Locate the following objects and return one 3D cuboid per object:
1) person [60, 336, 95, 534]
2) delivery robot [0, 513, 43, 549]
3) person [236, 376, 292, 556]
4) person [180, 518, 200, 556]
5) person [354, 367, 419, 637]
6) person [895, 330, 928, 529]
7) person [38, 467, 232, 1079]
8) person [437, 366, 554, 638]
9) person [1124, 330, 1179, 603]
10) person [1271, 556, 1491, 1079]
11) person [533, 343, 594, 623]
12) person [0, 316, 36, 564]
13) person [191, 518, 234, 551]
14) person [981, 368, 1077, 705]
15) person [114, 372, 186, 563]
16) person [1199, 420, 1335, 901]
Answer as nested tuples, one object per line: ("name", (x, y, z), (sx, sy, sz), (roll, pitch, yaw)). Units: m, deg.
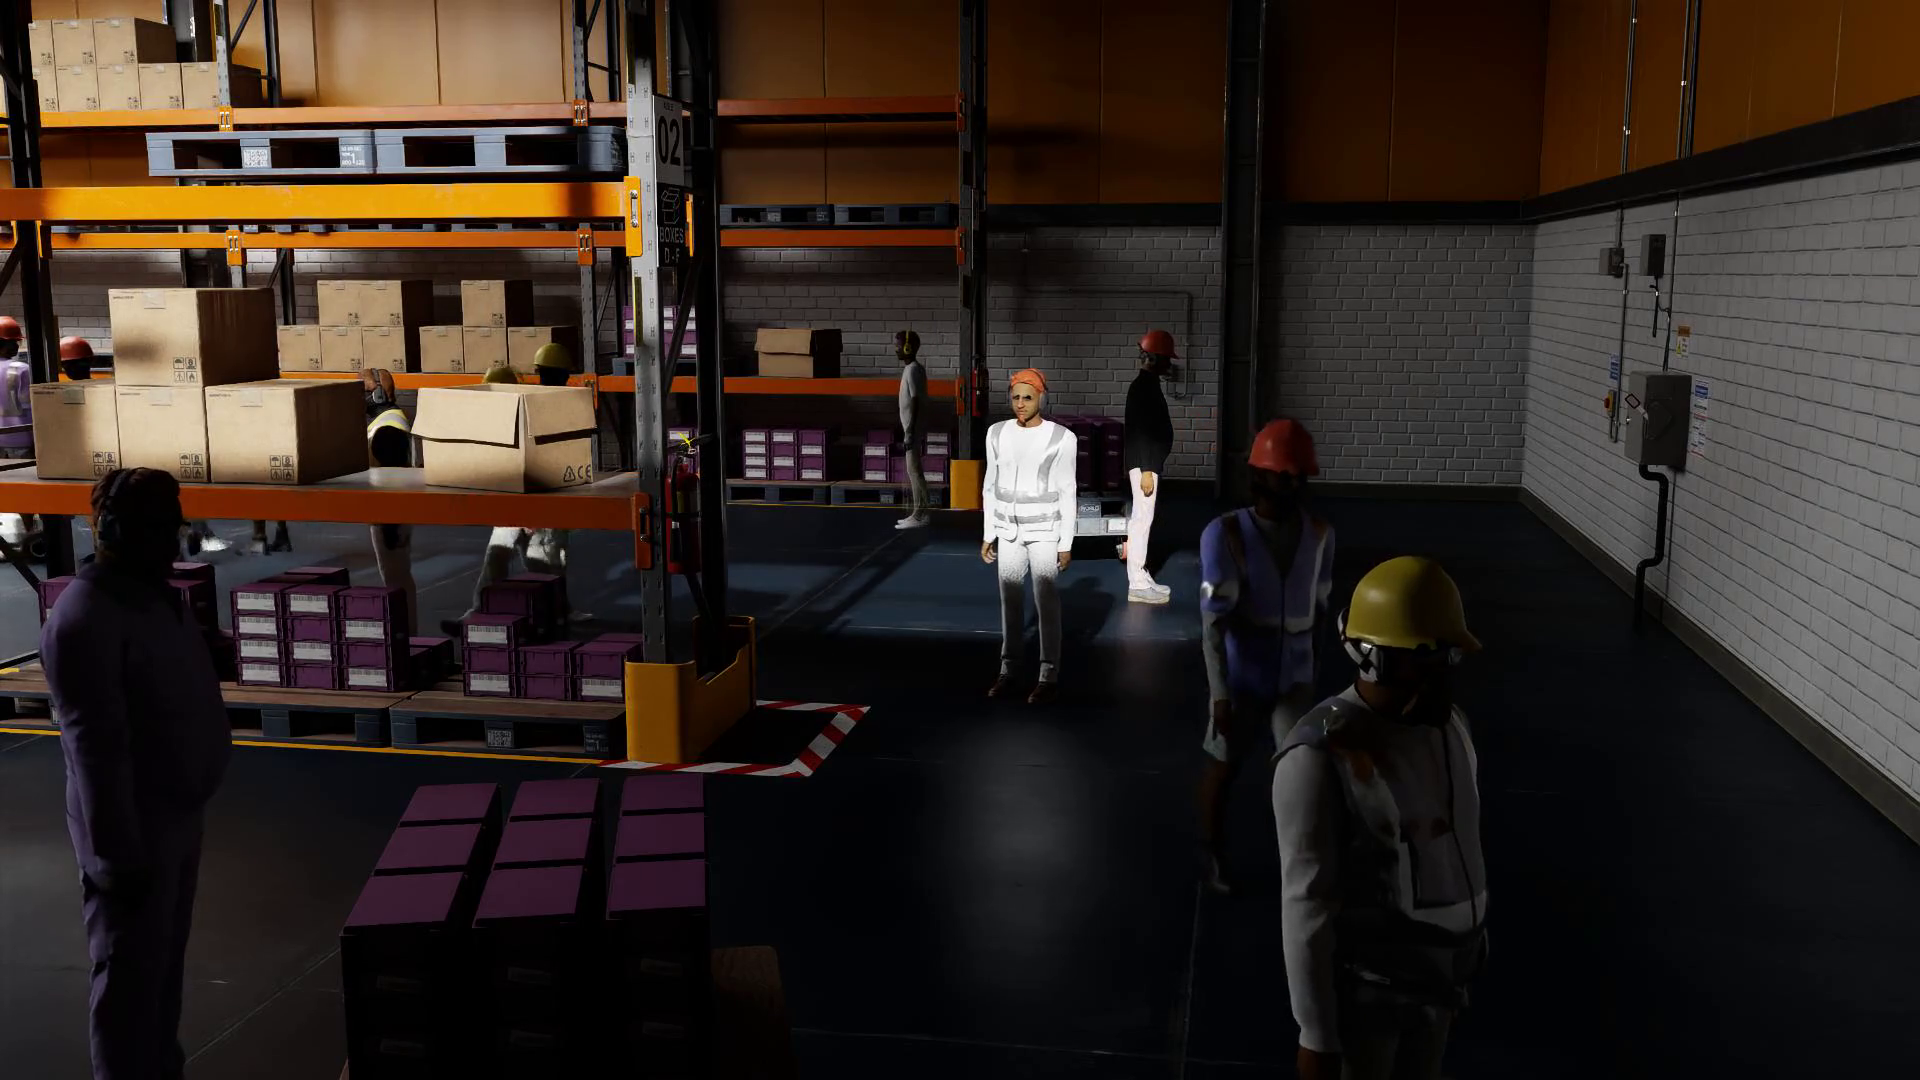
("person", (-6.532, -0.554, 12.454), (0.377, 1.931, 0.548), (-1, 9, -9))
("delivery robot", (-7.878, -0.130, 13.797), (0.707, 0.478, 0.477), (-4, 10, -22))
("person", (-5.979, -0.821, 14.110), (0.370, 1.935, 0.559), (3, 10, 17))
("person", (-6.608, -0.664, 13.714), (0.525, 1.749, 0.521), (6, 11, 33))
("person", (-3.507, -0.134, 10.167), (0.429, 1.836, 0.626), (-3, 10, -19))
("person", (-0.457, -1.029, 15.615), (0.310, 1.864, 0.533), (1, 9, 4))
("person", (-2.147, 0.754, 4.441), (0.403, 1.904, 0.637), (-2, 9, -11))
("person", (-3.028, -0.228, 10.891), (0.888, 1.786, 0.609), (-3, 10, -15))
("person", (1.396, -0.541, 12.205), (0.391, 1.988, 0.611), (2, 9, 11))
("person", (0.908, 0.935, 3.538), (0.606, 1.828, 0.404), (-8, 12, -42))
("person", (-2.806, -0.385, 11.447), (0.383, 1.921, 0.585), (-8, 12, -42))
("person", (-7.824, -0.816, 13.736), (0.605, 2.045, 0.377), (2, 9, 10))
("person", (-6.810, -0.736, 14.313), (0.902, 1.696, 0.494), (-2, 9, -14))
("person", (0.383, -0.022, 9.328), (0.575, 1.880, 0.359), (6, 11, 31))
("person", (-5.486, -0.355, 11.243), (0.645, 1.929, 0.388), (6, 11, 31))
("person", (1.131, 0.503, 6.083), (0.559, 1.880, 1.017), (-2, 9, -13))
